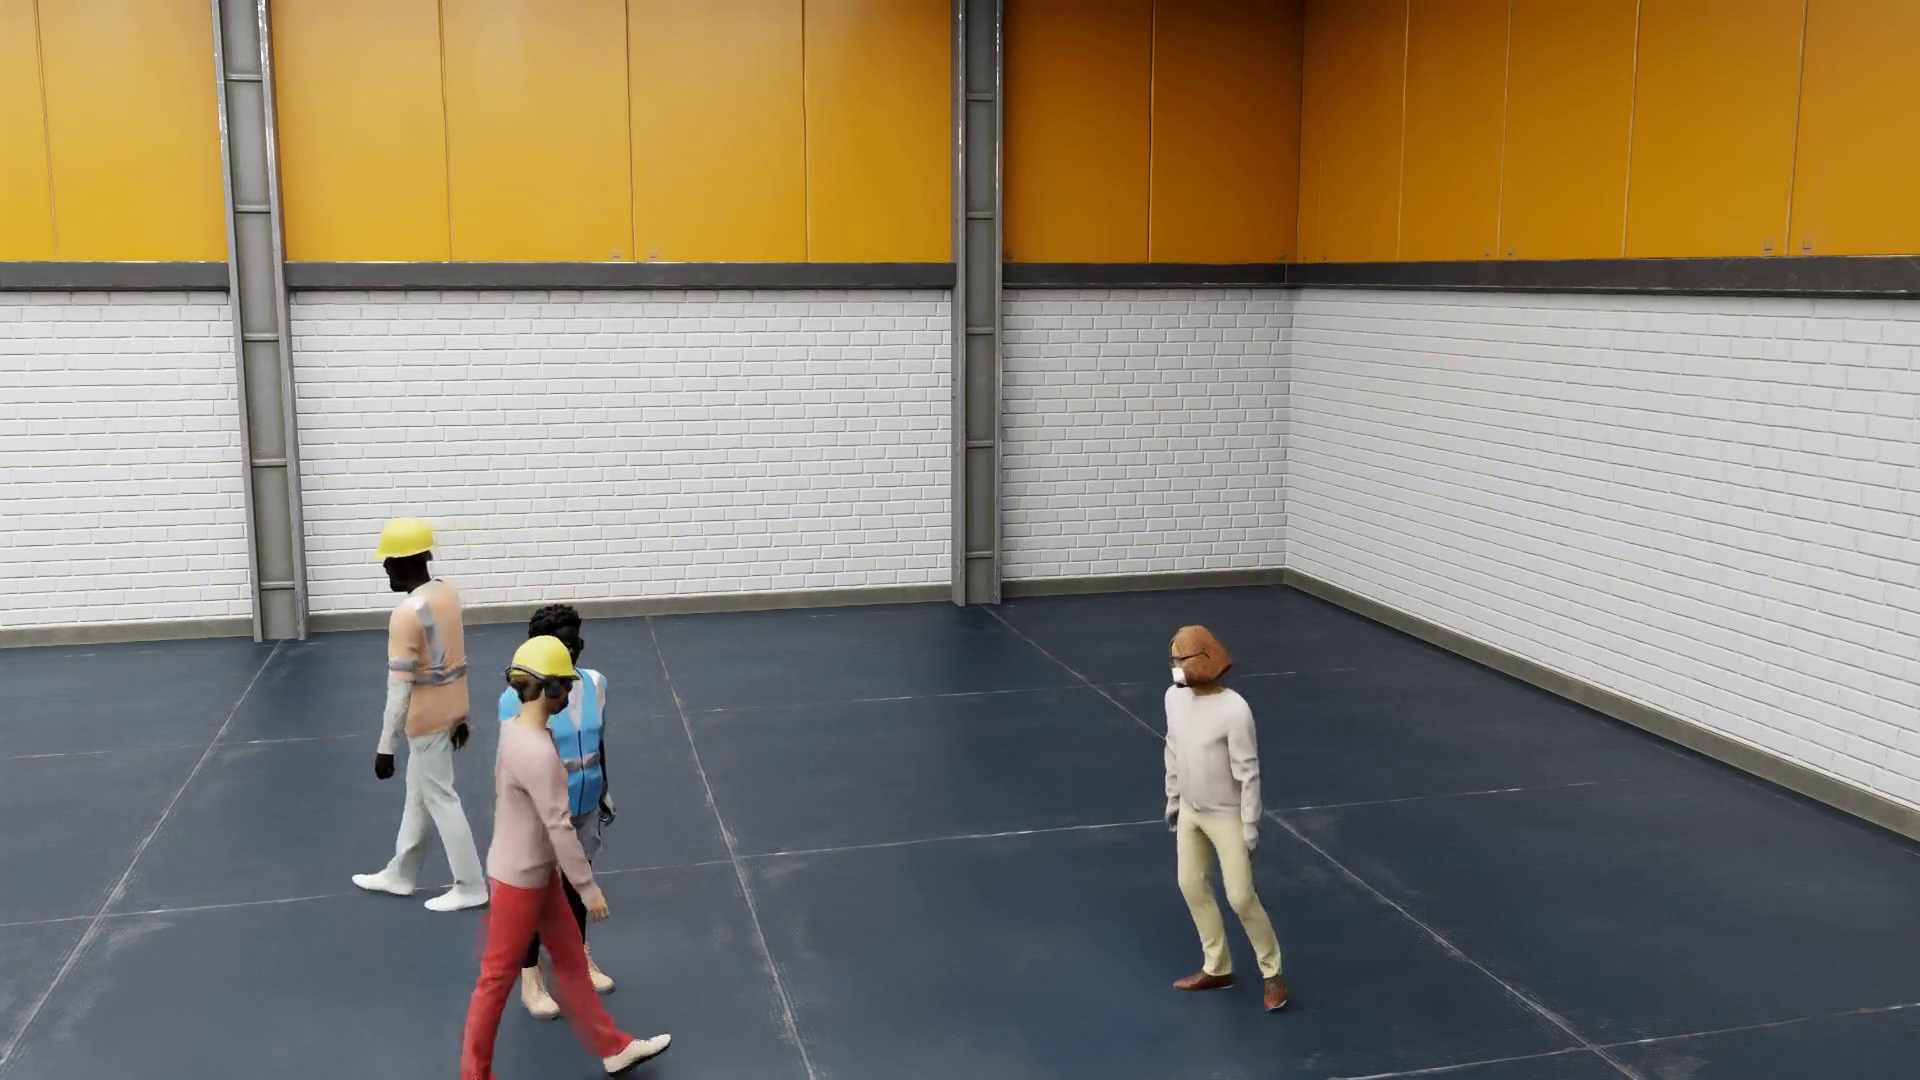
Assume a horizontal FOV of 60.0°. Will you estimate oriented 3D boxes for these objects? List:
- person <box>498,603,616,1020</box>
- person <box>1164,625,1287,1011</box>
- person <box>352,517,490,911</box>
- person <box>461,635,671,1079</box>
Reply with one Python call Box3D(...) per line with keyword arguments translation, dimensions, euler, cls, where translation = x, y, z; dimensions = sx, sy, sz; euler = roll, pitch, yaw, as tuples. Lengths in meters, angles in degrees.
Box3D(translation=(-1.652, 1.095, 6.875), dimensions=(0.322, 1.697, 0.532), euler=(7, 11, 37), cls="person")
Box3D(translation=(1.082, 1.140, 6.926), dimensions=(0.442, 1.603, 0.555), euler=(-6, 11, -34), cls="person")
Box3D(translation=(-2.589, 0.837, 7.861), dimensions=(0.652, 1.911, 0.628), euler=(0, 9, 2), cls="person")
Box3D(translation=(-1.452, 1.211, 6.046), dimensions=(0.856, 1.710, 0.564), euler=(-3, 10, -18), cls="person")
